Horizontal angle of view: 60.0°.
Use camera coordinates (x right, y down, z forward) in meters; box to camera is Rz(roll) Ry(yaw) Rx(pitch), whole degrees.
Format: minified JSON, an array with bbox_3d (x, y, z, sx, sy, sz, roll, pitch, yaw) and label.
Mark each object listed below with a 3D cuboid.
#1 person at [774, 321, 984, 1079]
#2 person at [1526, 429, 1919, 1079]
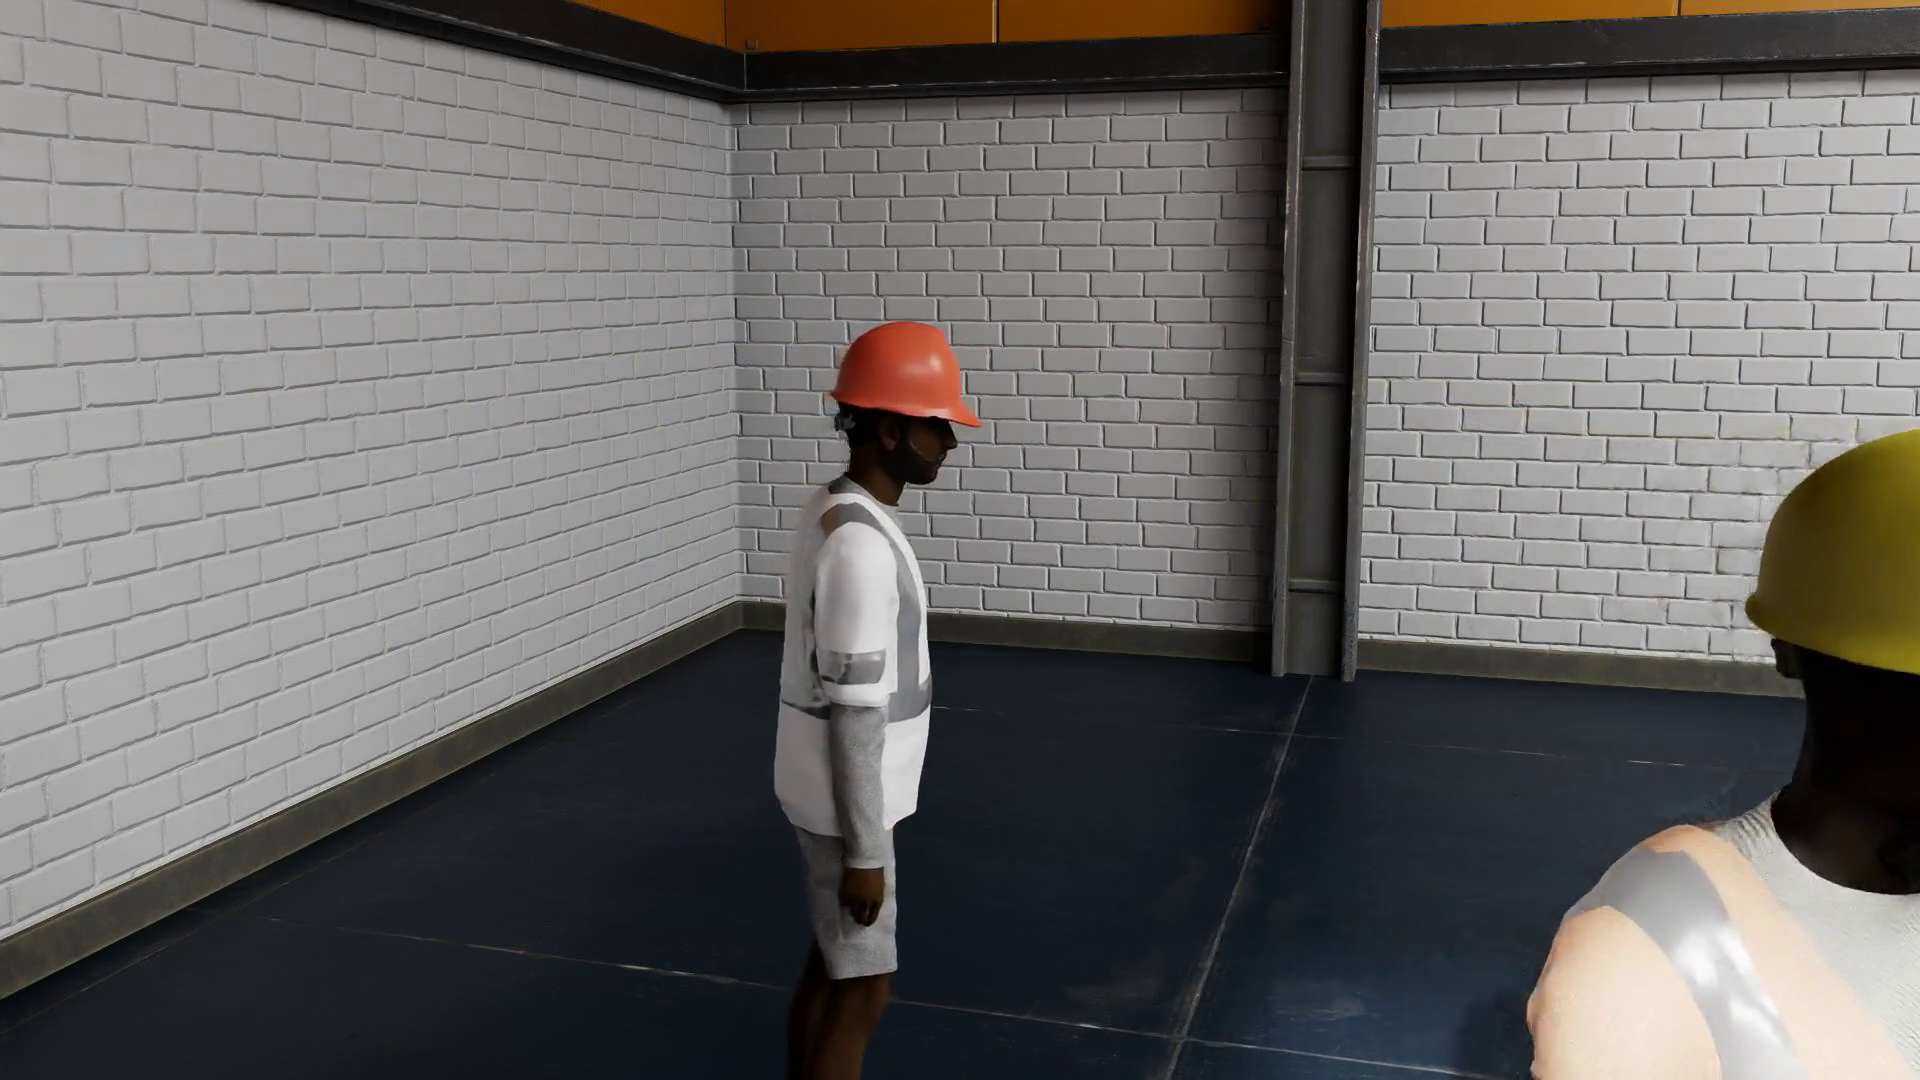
[{"bbox_3d":[-0.179,0.518,3.413,0.450,1.917,0.538,-1,9,-7],"label":"person"},{"bbox_3d":[0.683,0.835,1.507,0.586,1.910,0.587,-5,11,-28],"label":"person"}]
